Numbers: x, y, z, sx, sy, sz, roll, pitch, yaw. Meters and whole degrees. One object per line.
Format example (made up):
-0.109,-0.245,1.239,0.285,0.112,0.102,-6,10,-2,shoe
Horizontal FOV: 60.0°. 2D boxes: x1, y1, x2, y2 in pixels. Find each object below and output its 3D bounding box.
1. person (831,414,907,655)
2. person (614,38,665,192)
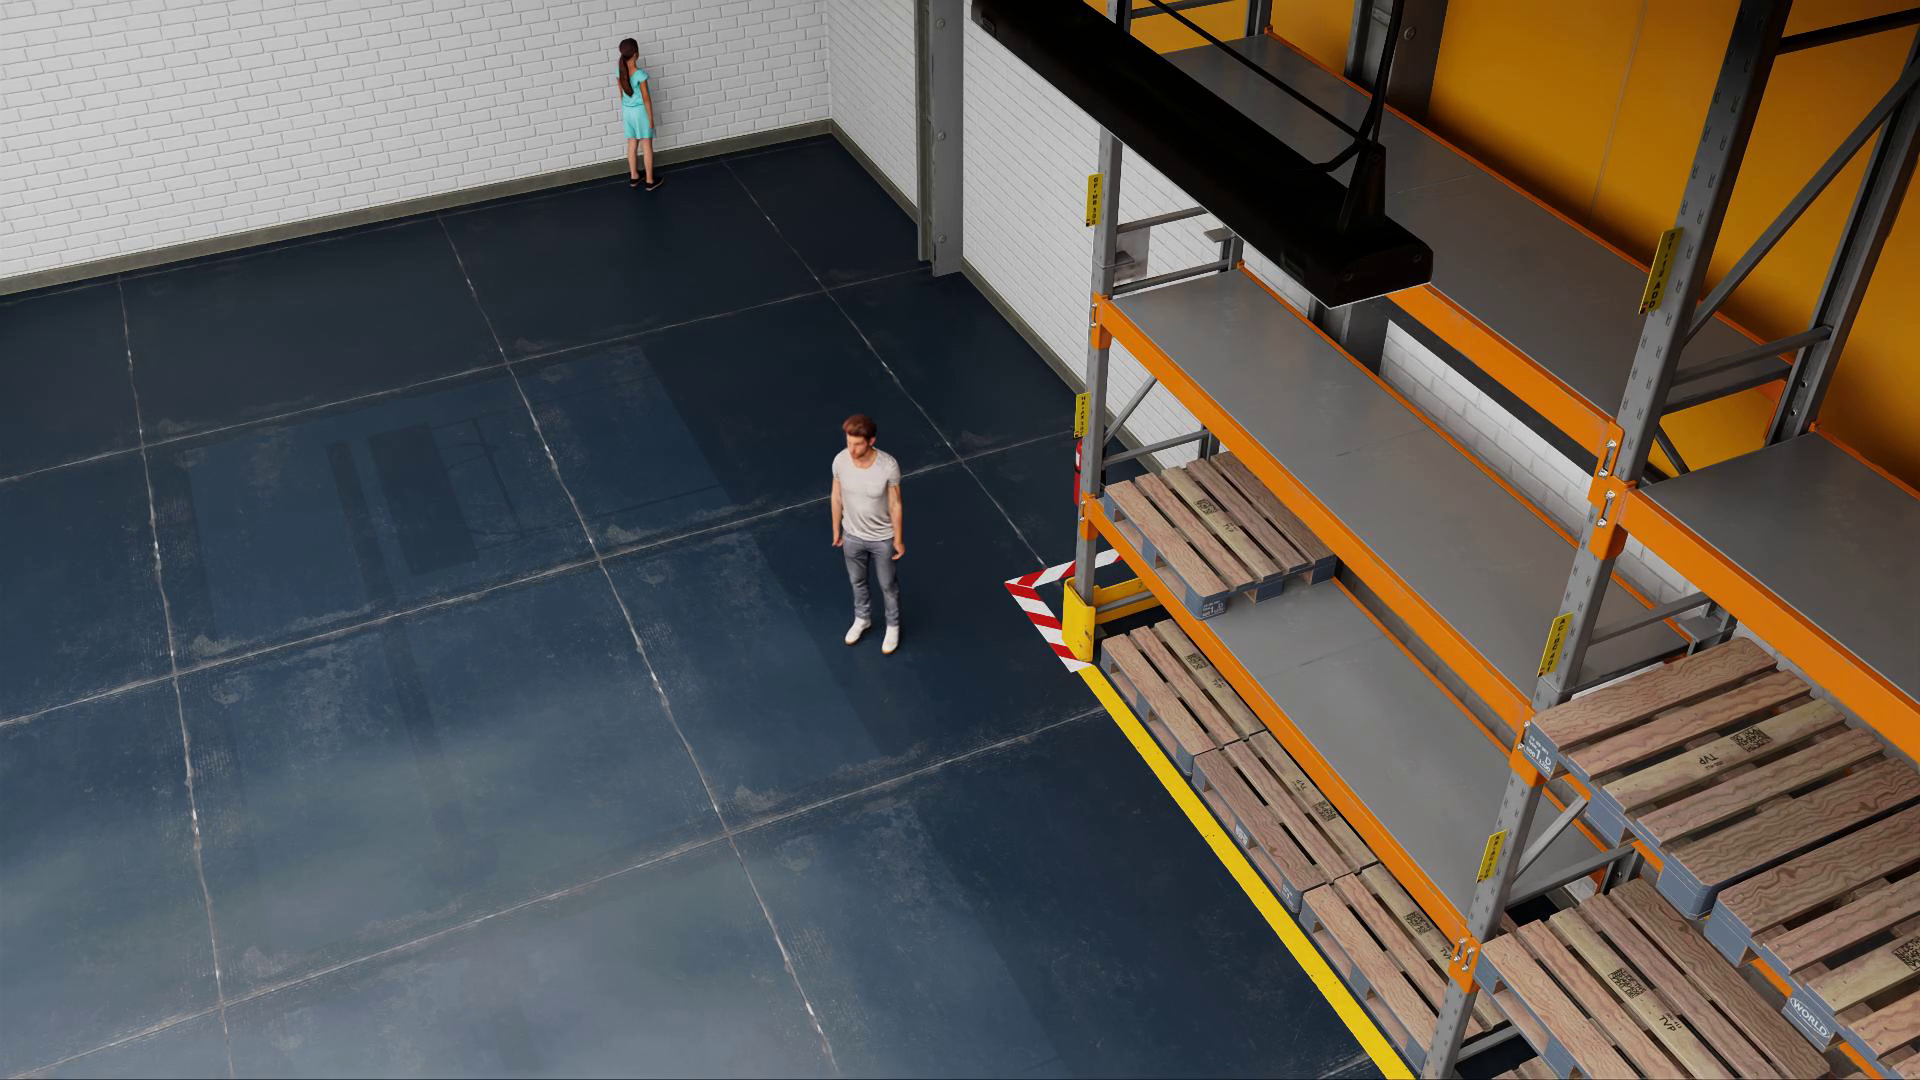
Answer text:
-0.603,-0.066,11.234,0.753,1.888,0.795,10,40,13,person
-3.271,-4.310,16.813,0.619,1.558,0.695,18,42,21,person
